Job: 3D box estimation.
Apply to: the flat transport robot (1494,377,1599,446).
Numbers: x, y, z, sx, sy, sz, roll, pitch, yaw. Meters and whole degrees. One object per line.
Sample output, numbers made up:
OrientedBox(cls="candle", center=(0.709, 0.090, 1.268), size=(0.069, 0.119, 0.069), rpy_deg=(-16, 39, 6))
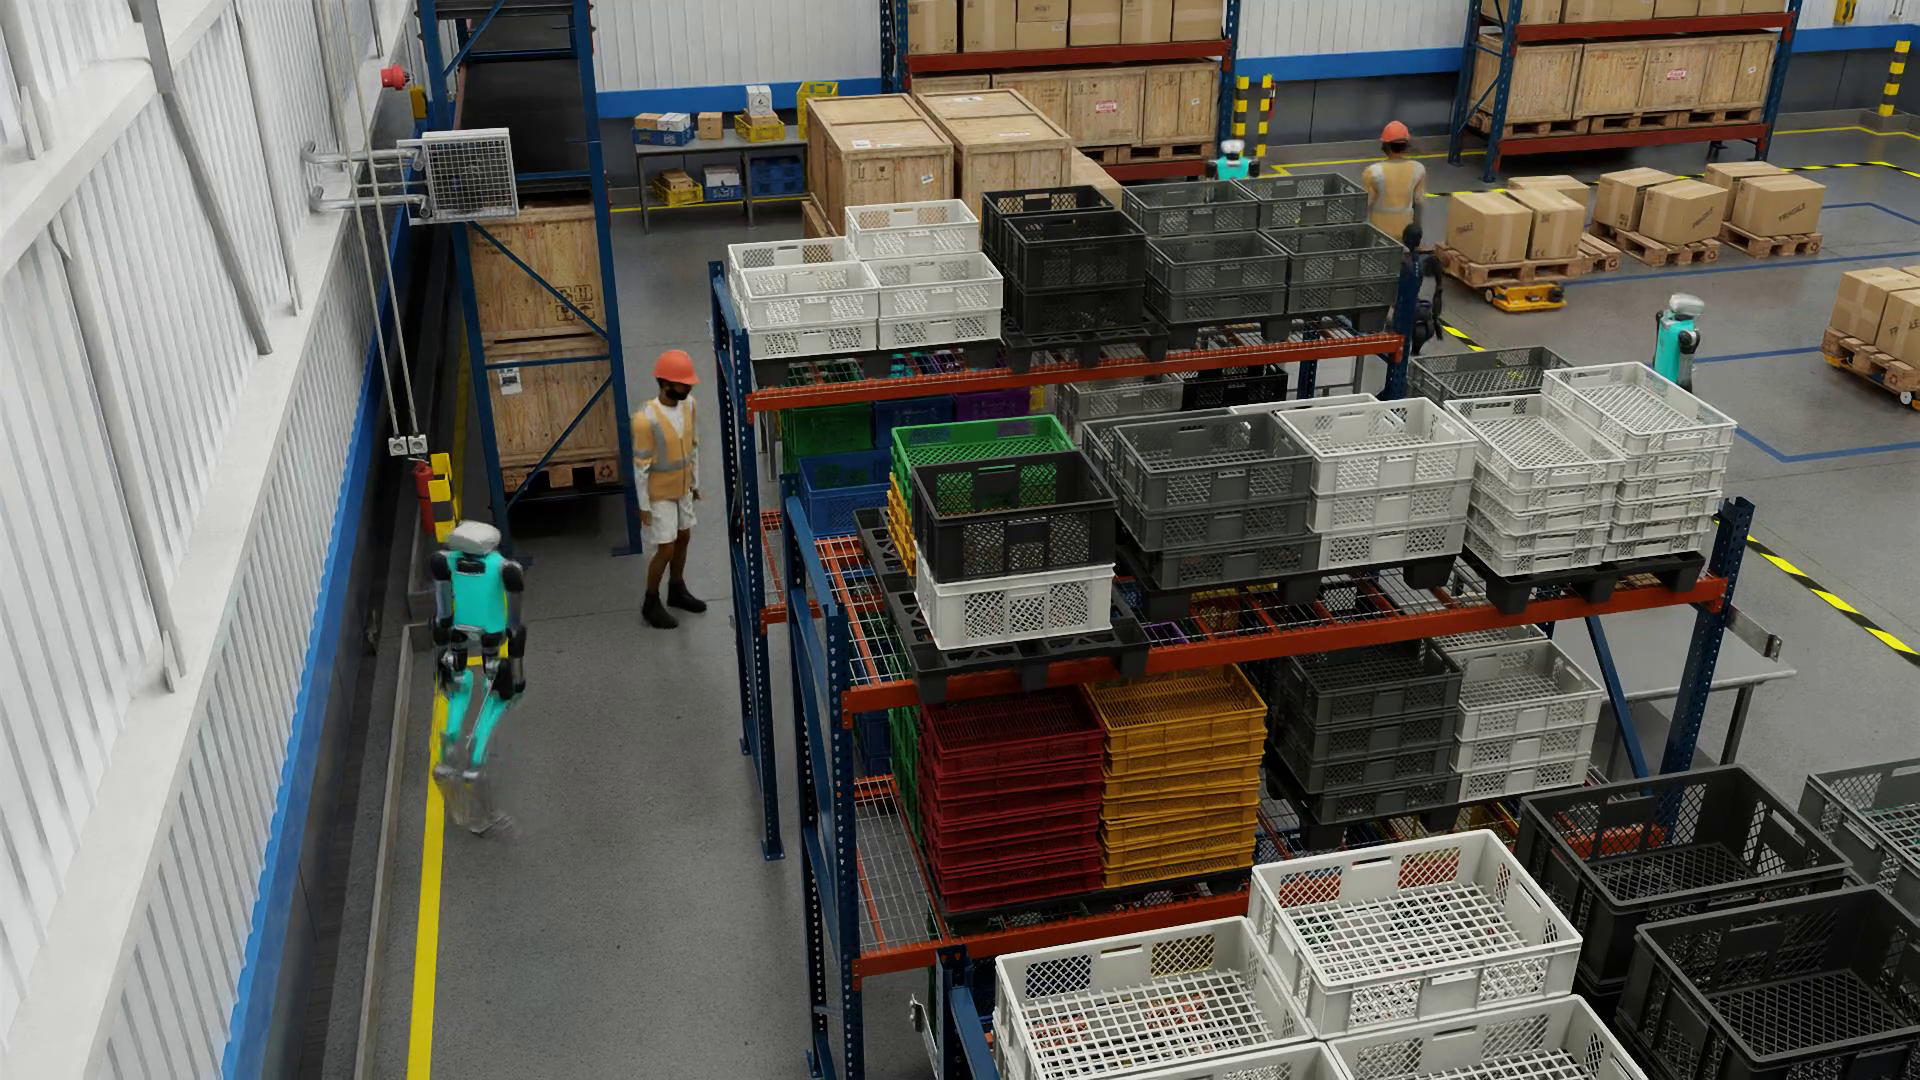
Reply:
OrientedBox(cls="flat transport robot", center=(4.780, -1.036, 14.013), size=(0.659, 0.231, 1.431), rpy_deg=(-6, 28, -12))

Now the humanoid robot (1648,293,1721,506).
OrientedBox(cls="humanoid robot", center=(5.404, -1.006, 12.236), size=(0.735, 1.677, 0.533), rpy_deg=(-1, 28, -2))

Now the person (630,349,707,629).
OrientedBox(cls="person", center=(-1.878, -0.335, 10.911), size=(0.413, 1.919, 0.566), rpy_deg=(16, 32, 27))

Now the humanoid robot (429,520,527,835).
OrientedBox(cls="humanoid robot", center=(-2.631, 0.842, 8.916), size=(0.565, 1.802, 0.778), rpy_deg=(6, 28, 12))

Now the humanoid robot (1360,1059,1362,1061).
OrientedBox(cls="humanoid robot", center=(1.336, 2.364, 6.054), size=(0.367, 1.647, 0.609), rpy_deg=(-13, 30, -23))

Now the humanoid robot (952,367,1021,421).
OrientedBox(cls="humanoid robot", center=(0.354, -0.628, 11.742), size=(0.551, 1.775, 1.013), rpy_deg=(20, 34, 33))

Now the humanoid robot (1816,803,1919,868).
OrientedBox(cls="humanoid robot", center=(3.923, 1.740, 7.184), size=(0.542, 1.774, 0.819), rpy_deg=(23, 35, 36))

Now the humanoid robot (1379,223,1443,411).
OrientedBox(cls="humanoid robot", center=(3.793, -1.857, 14.072), size=(0.612, 1.643, 0.509), rpy_deg=(-3, 28, -6))

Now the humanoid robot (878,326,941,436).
OrientedBox(cls="humanoid robot", center=(-0.565, -0.733, 11.932), size=(0.560, 1.836, 0.880), rpy_deg=(23, 35, 36))

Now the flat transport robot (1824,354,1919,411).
OrientedBox(cls="flat transport robot", center=(8.473, -1.467, 14.800), size=(0.652, 0.197, 1.431), rpy_deg=(-6, 28, -12))

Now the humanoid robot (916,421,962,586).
OrientedBox(cls="humanoid robot", center=(-0.119, -0.191, 10.947), size=(0.574, 1.643, 0.589), rpy_deg=(-9, 29, -16))

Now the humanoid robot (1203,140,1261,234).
OrientedBox(cls="humanoid robot", center=(2.647, -3.158, 16.512), size=(0.543, 1.760, 1.039), rpy_deg=(1, 28, 2))

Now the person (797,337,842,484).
OrientedBox(cls="person", center=(-0.999, -1.014, 12.323), size=(0.639, 1.804, 0.544), rpy_deg=(2, 28, 3))

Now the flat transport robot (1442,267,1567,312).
OrientedBox(cls="flat transport robot", center=(5.580, -2.693, 17.127), size=(0.652, 0.197, 1.431), rpy_deg=(-6, 28, -12))

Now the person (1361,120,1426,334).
OrientedBox(cls="person", center=(4.016, -2.958, 15.776), size=(0.629, 2.020, 0.624), rpy_deg=(-5, 28, -9))
